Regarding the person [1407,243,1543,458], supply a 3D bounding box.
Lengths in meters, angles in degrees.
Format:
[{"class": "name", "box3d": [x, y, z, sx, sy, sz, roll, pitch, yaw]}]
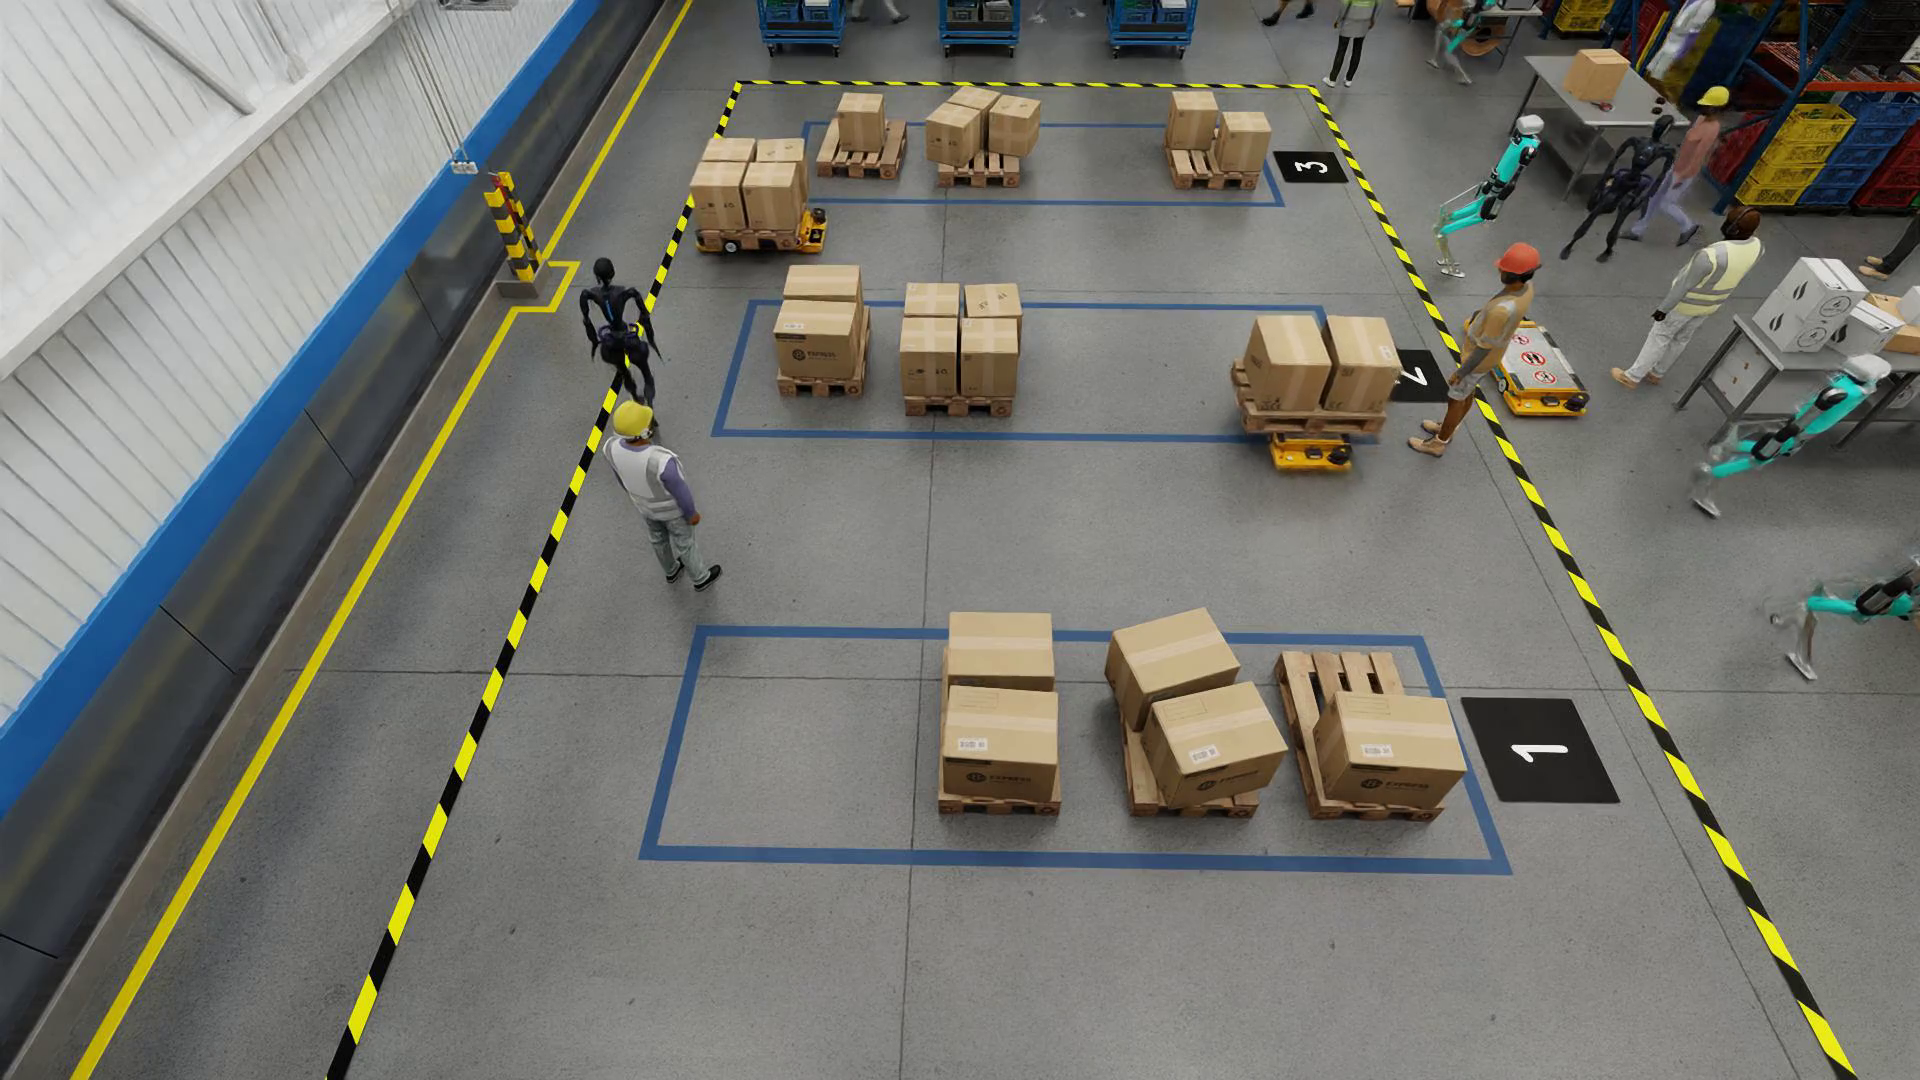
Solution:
[{"class": "person", "box3d": [4.332, -1.553, 7.712, 0.388, 2.033, 0.605, 36, 58, 27]}]

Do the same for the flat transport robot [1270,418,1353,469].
[{"class": "flat transport robot", "box3d": [3.160, -1.228, 8.578, 0.652, 0.197, 1.431, 1, 49, 1]}]

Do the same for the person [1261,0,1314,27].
[{"class": "person", "box3d": [5.418, -9.149, 14.392, 1.035, 1.886, 0.549, -15, 51, -12]}]

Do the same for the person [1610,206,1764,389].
[{"class": "person", "box3d": [6.669, -2.172, 8.382, 0.630, 1.835, 0.429, -11, 50, -10]}]

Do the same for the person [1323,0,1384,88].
[{"class": "person", "box3d": [5.557, -7.330, 12.831, 0.586, 1.852, 0.382, 0, 49, 0]}]

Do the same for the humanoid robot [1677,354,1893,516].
[{"class": "humanoid robot", "box3d": [6.388, -0.811, 7.338, 0.532, 1.894, 0.726, -18, 52, -15]}]

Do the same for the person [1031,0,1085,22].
[{"class": "person", "box3d": [1.584, -9.150, 14.510, 0.918, 1.694, 0.498, -4, 49, -4]}]

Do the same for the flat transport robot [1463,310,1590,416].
[{"class": "flat transport robot", "box3d": [5.573, -1.757, 9.054, 0.659, 0.231, 1.431, 1, 49, 1]}]

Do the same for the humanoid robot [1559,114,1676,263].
[{"class": "humanoid robot", "box3d": [7.170, -3.764, 9.873, 0.584, 1.640, 0.429, 31, 56, 24]}]

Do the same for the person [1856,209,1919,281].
[{"class": "person", "box3d": [10.285, -3.601, 9.607, 0.507, 1.846, 0.346, -32, 56, -24]}]

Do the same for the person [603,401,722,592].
[{"class": "person", "box3d": [-2.185, -0.297, 6.753, 0.588, 1.837, 0.404, 18, 51, 15]}]

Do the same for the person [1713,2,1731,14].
[{"class": "person", "box3d": [10.730, -7.583, 13.063, 0.845, 1.840, 0.514, 0, 49, 0]}]

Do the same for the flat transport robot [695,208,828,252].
[{"class": "flat transport robot", "box3d": [-2.294, -3.612, 10.641, 1.431, 0.197, 0.652, 1, 49, 1]}]

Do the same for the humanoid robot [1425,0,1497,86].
[{"class": "humanoid robot", "box3d": [7.156, -7.447, 13.050, 0.535, 1.764, 1.033, -35, 58, -26]}]

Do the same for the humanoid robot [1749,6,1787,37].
[{"class": "humanoid robot", "box3d": [12.183, -8.081, 13.607, 0.488, 1.632, 0.603, 6, 49, 5]}]

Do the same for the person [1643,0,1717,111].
[{"class": "person", "box3d": [9.340, -6.399, 11.921, 0.641, 2.019, 0.630, 12, 50, 10]}]

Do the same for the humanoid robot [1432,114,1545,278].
[{"class": "humanoid robot", "box3d": [5.360, -3.581, 9.570, 0.735, 1.681, 0.533, 9, 50, 8]}]

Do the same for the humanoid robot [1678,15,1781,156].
[{"class": "humanoid robot", "box3d": [9.831, -5.699, 11.540, 0.513, 1.636, 0.598, 21, 52, 18]}]

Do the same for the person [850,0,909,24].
[{"class": "person", "box3d": [-1.347, -9.093, 14.392, 0.975, 1.786, 0.586, -2, 49, -1]}]

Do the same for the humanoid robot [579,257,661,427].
[{"class": "humanoid robot", "box3d": [-2.996, -1.701, 8.085, 0.602, 1.641, 0.574, -8, 50, -7]}]

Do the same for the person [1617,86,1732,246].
[{"class": "person", "box3d": [8.020, -4.046, 10.059, 0.652, 1.734, 0.560, 12, 50, 10]}]

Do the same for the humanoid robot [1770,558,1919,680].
[{"class": "humanoid robot", "box3d": [6.301, 0.292, 6.371, 0.545, 1.872, 0.816, -6, 49, -5]}]
